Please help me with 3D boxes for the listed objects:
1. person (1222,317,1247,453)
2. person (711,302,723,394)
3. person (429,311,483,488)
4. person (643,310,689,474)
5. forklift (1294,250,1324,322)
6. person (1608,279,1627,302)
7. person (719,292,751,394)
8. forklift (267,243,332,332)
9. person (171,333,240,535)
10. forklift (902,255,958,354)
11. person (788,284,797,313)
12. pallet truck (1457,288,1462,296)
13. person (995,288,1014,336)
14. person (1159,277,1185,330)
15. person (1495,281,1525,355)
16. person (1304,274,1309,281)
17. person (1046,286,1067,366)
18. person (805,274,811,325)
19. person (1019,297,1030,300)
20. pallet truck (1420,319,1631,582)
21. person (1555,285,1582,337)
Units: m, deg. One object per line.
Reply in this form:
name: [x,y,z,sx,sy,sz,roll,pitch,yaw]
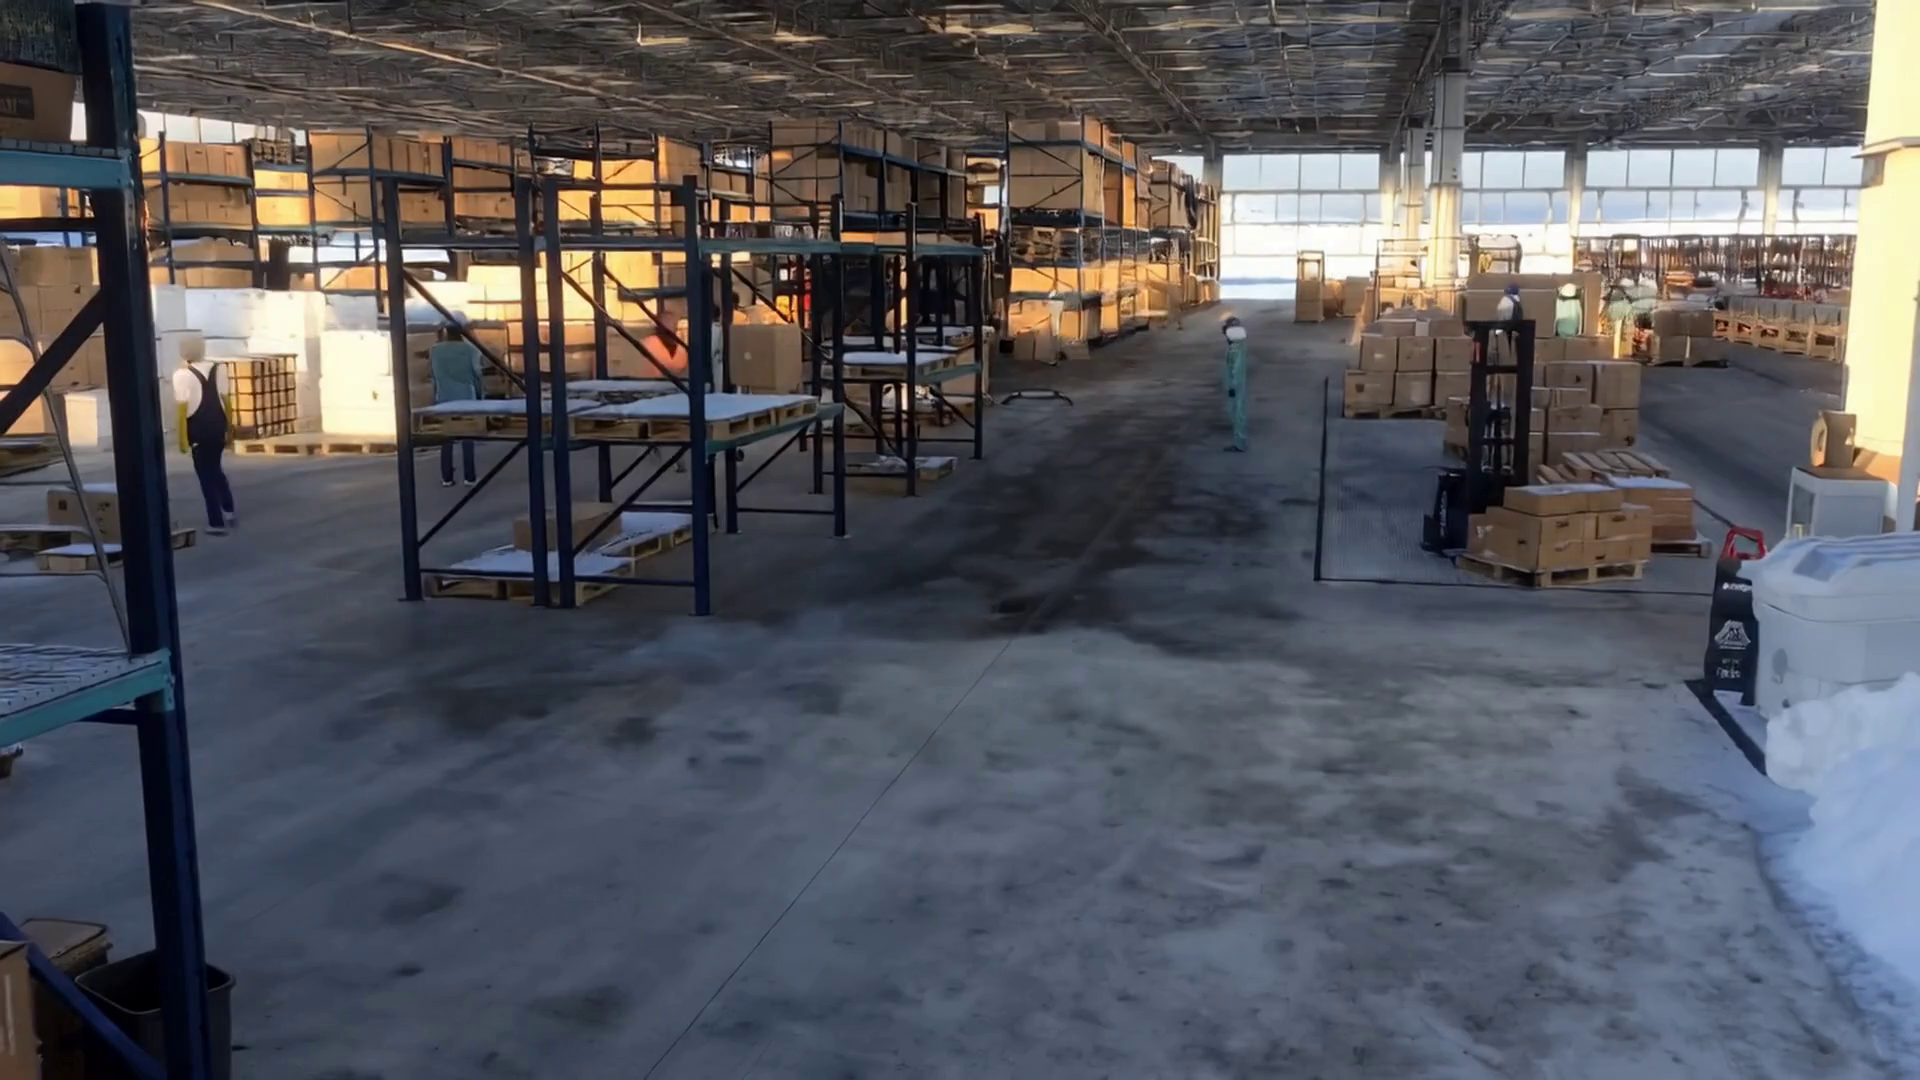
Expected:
person: [3.514,-1.981,21.298,0.322,1.742,0.493,3,10,18]
person: [-3.100,-2.017,20.934,0.634,1.940,0.367,6,11,33]
person: [-5.443,-1.515,18.041,0.581,1.919,0.398,1,10,5]
person: [-3.373,-1.717,19.280,0.598,1.905,0.505,-5,11,-28]
forklift: [13.778,-10.002,65.433,1.129,2.768,1.873,2,10,12]
person: [22.207,-7.910,56.189,0.607,1.815,0.481,0,10,-1]
person: [-3.585,-2.949,26.422,0.399,1.957,0.599,8,13,40]
forklift: [-14.709,-5.054,36.137,1.873,2.768,1.129,-2,10,-14]
person: [-6.763,-0.938,14.883,0.393,1.823,0.510,6,11,30]
forklift: [-0.792,-6.130,42.506,1.129,2.768,1.873,2,10,12]
person: [-7.094,-10.302,71.008,0.530,1.596,0.851,2,10,10]
pallet truck: [20.506,-9.785,68.819,0.653,1.274,1.630,2,10,12]
person: [1.294,-6.354,47.377,0.535,1.665,0.786,2,10,12]
person: [7.464,-8.320,58.473,0.934,1.875,0.638,3,10,19]
person: [12.349,-4.841,37.357,0.989,2.000,0.685,8,13,40]
person: [14.465,-10.275,70.005,0.643,1.885,1.046,4,10,21]
person: [2.221,-4.959,38.594,0.436,1.857,0.553,-5,11,-26]
person: [-5.208,-8.390,58.524,0.628,1.998,1.054,1,10,3]
person: [2.162,-7.467,53.920,0.535,1.699,0.318,-5,11,-27]
pallet truck: [4.543,-0.757,13.299,0.823,1.965,1.885,-4,10,-22]
person: [13.162,-4.557,36.006,0.542,1.928,0.374,3,10,16]
